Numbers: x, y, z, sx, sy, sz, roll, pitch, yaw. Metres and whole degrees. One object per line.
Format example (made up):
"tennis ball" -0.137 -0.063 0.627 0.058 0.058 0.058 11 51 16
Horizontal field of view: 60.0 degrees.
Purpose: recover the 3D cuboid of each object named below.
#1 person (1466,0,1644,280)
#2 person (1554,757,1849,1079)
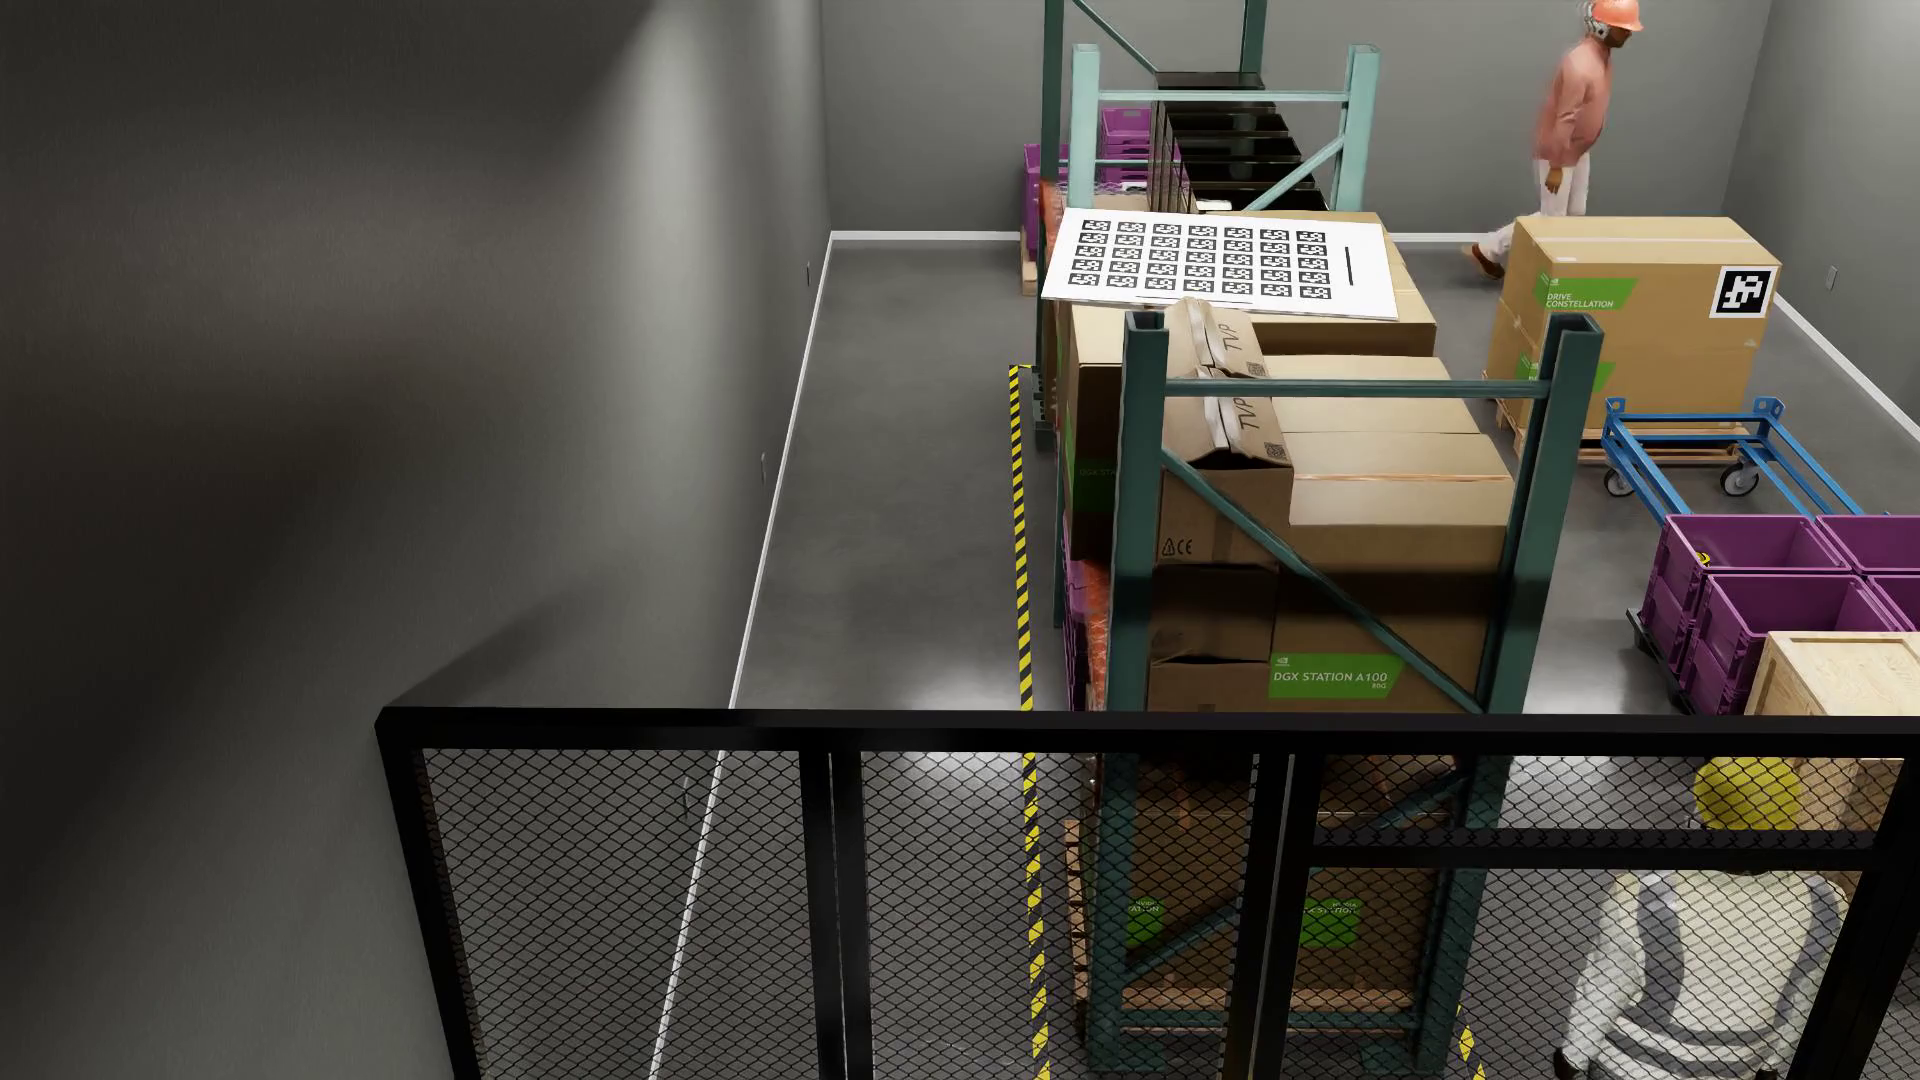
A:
"person" 3.648 -2.400 10.184 0.738 1.959 0.636 23 38 32
"person" 1.812 1.263 4.218 0.586 1.833 0.403 0 31 1
